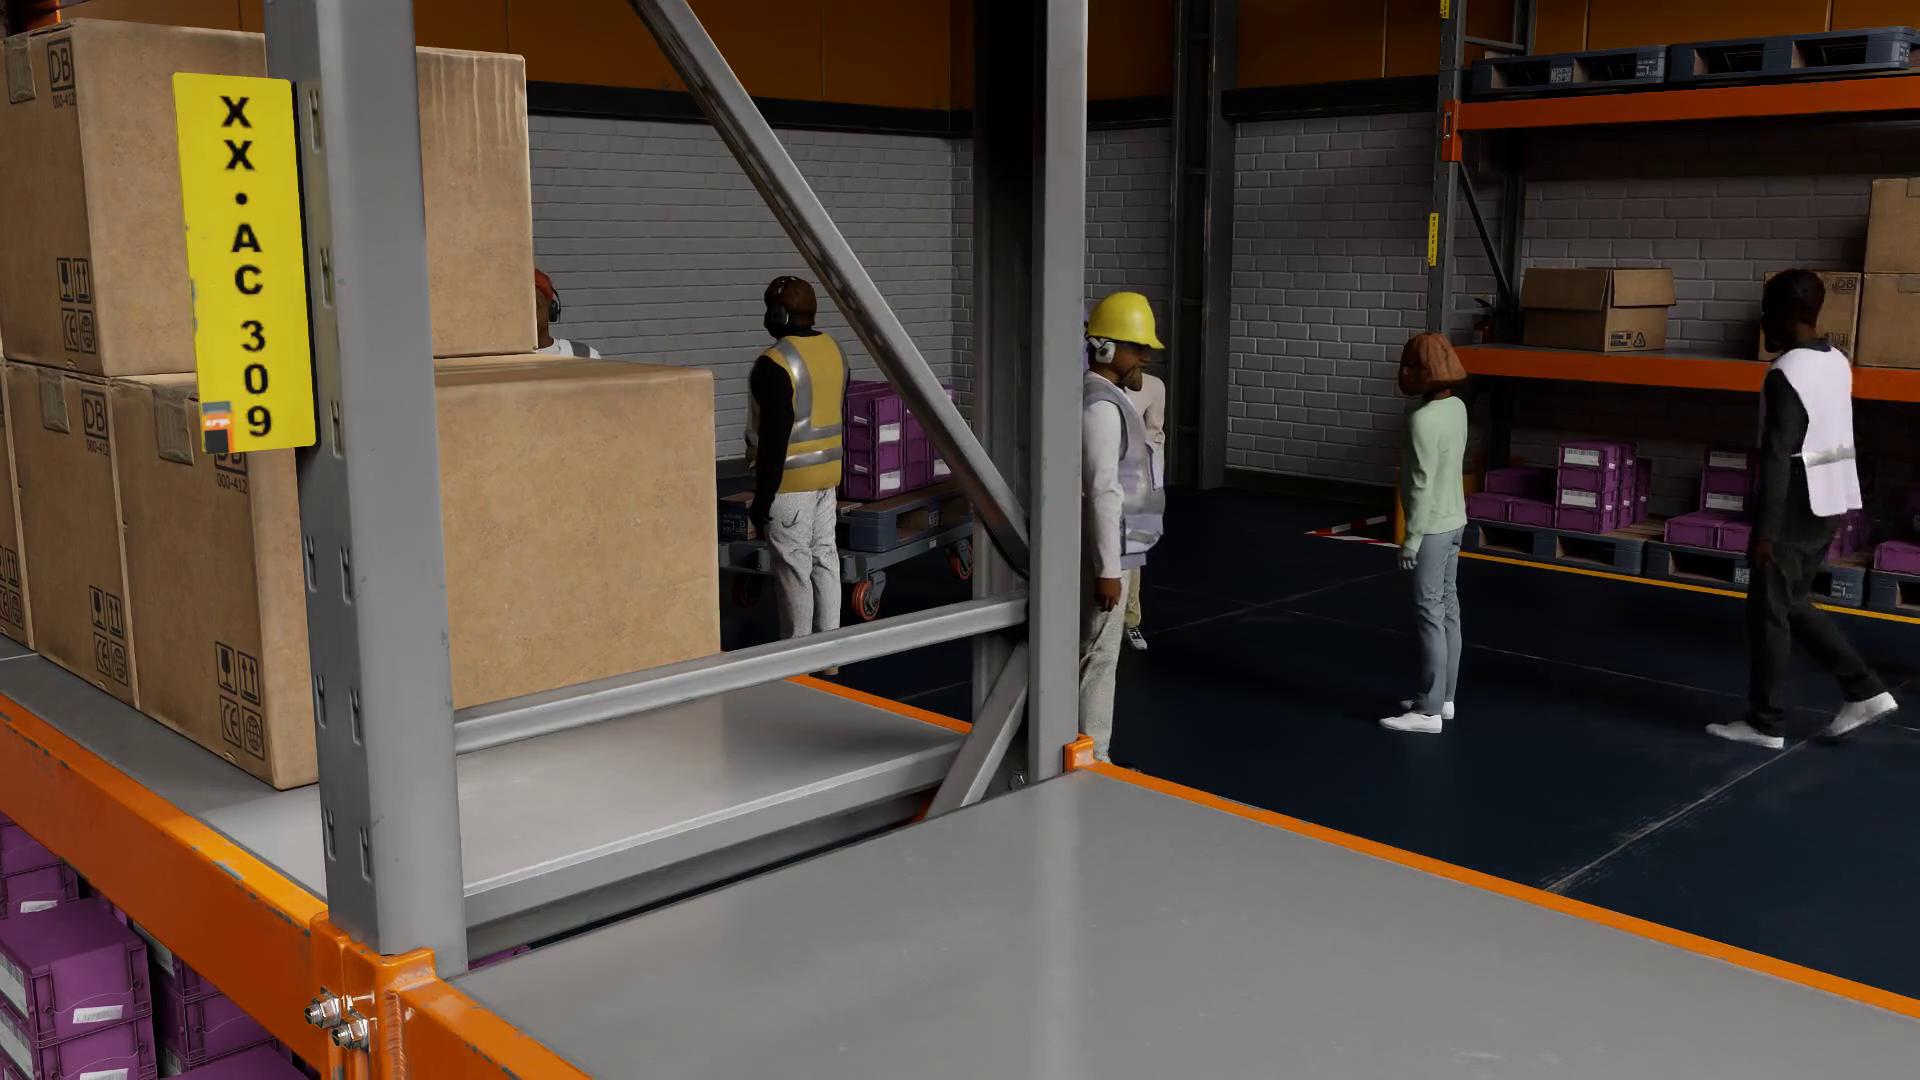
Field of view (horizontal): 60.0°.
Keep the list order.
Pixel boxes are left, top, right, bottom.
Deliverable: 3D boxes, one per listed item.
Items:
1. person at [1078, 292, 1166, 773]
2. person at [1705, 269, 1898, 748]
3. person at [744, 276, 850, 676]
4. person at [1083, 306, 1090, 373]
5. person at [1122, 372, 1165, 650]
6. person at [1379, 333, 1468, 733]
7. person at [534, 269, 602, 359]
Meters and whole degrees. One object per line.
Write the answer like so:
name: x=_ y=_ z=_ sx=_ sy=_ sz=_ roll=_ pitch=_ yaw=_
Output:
person: x=0.527 y=0.036 z=5.941 sx=0.404 sy=1.823 sz=0.591 roll=0 pitch=10 yaw=2
person: x=3.321 y=-0.097 z=6.479 sx=0.551 sy=1.899 sz=0.637 roll=10 pitch=14 yaw=43
person: x=-0.748 y=-0.253 z=7.465 sx=0.429 sy=1.845 sz=0.620 roll=5 pitch=12 yaw=26
person: x=0.694 y=-0.961 z=11.140 sx=0.409 sy=1.913 sz=0.642 roll=-7 pitch=13 yaw=-35
person: x=0.752 y=-0.267 z=8.112 sx=0.498 sy=1.633 sz=0.286 roll=-1 pitch=10 yaw=-4
person: x=1.912 y=-0.027 z=6.802 sx=0.285 sy=1.632 sz=0.499 roll=7 pitch=12 yaw=33
person: x=-1.760 y=-0.184 z=6.975 sx=0.587 sy=1.882 sz=0.341 roll=-2 pitch=11 yaw=-13
